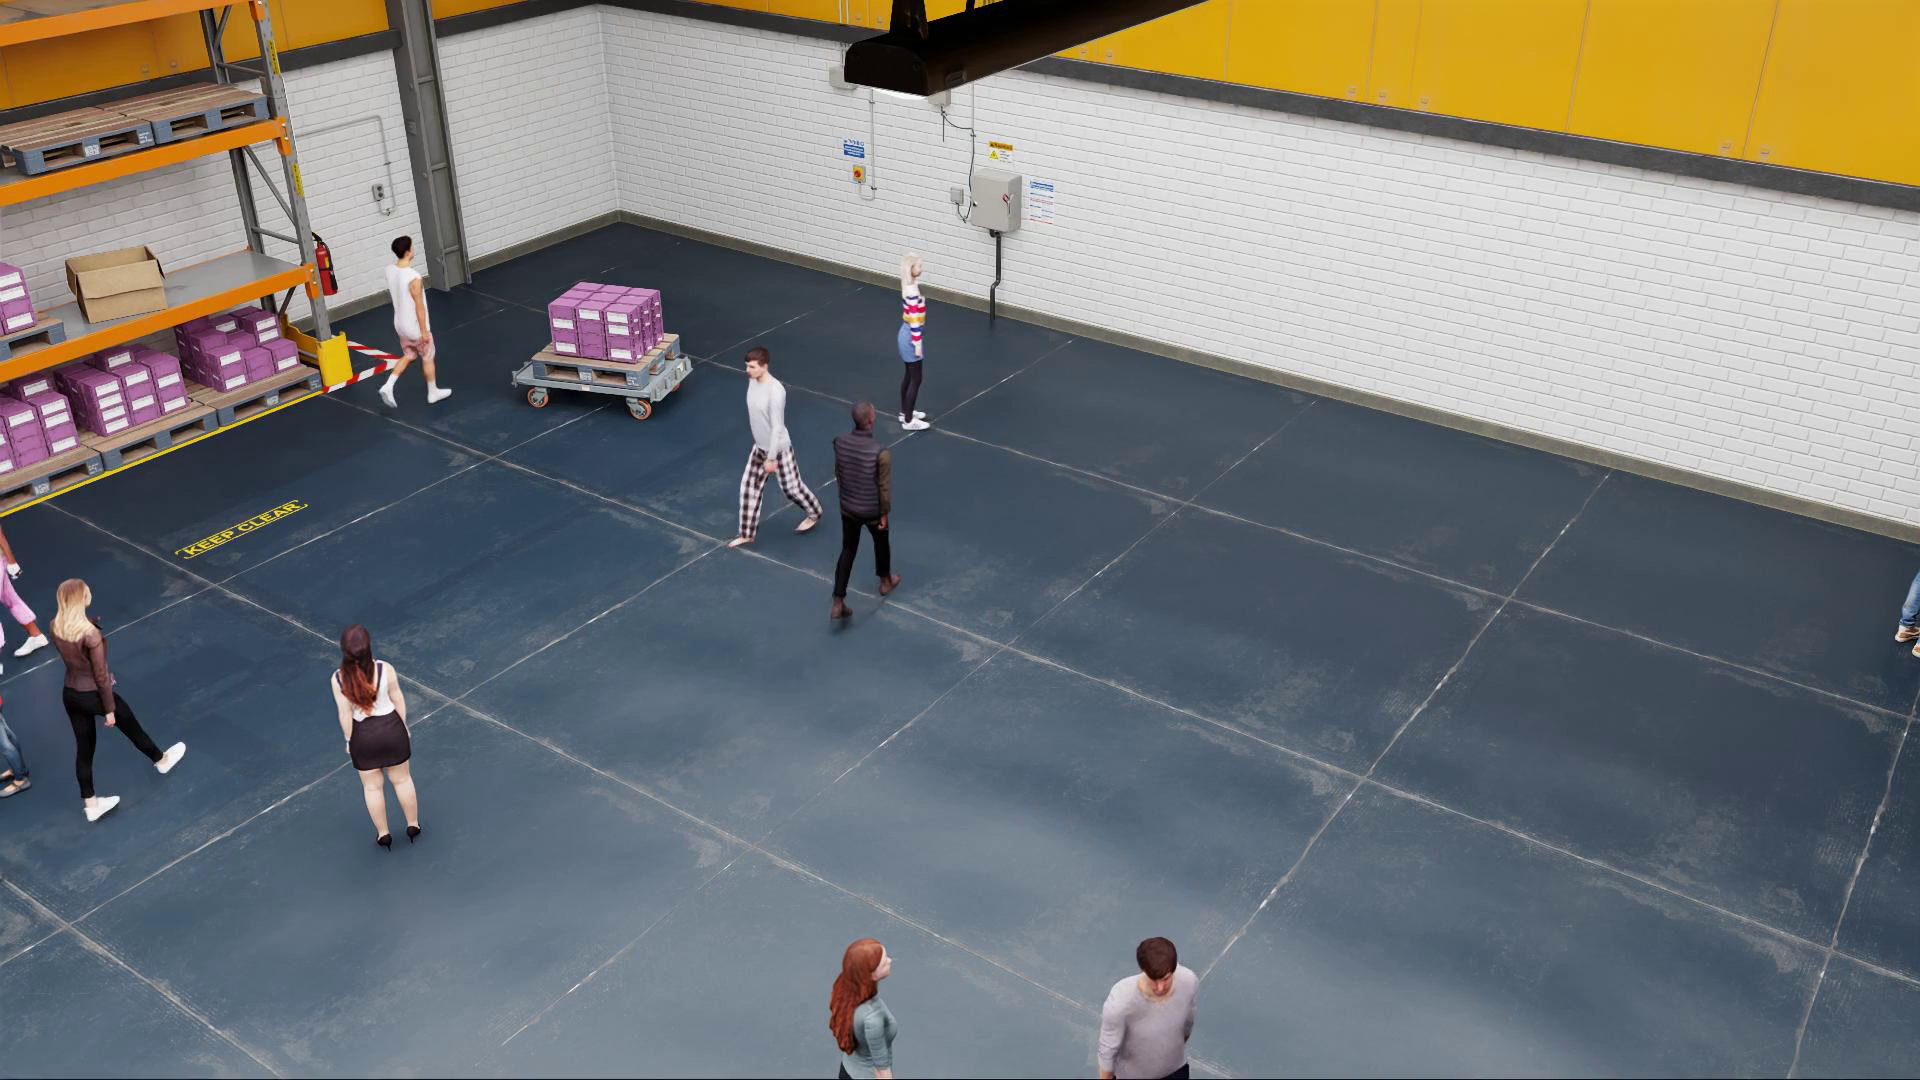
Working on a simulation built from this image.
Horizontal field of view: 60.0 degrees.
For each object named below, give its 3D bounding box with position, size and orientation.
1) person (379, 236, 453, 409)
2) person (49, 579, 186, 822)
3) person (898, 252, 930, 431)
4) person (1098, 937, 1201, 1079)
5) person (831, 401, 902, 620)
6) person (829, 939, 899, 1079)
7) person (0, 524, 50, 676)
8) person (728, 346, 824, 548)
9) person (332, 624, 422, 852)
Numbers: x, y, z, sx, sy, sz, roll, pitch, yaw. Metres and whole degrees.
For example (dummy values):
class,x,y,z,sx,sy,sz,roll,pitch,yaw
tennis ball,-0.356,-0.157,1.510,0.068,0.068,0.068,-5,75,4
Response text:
class,x,y,z,sx,sy,sz,roll,pitch,yaw
person,-5.579,-2.145,16.694,0.650,1.770,0.985,20,34,32
person,-5.753,1.089,10.876,0.775,1.663,1.087,10,30,18
person,-0.483,-1.966,16.329,0.765,1.805,0.690,-4,29,-7
person,0.889,2.520,8.130,1.219,1.782,1.222,-9,30,-16
person,-0.823,-0.202,13.106,0.827,1.795,1.206,13,31,23
person,-0.444,2.612,8.002,0.691,1.743,0.666,-12,31,-21
person,-7.240,0.148,12.551,0.690,1.712,0.971,13,31,23
person,-1.522,-0.813,14.227,1.211,1.795,0.830,-21,35,-34
person,-3.712,1.257,10.583,0.588,1.649,0.691,-13,31,-23
